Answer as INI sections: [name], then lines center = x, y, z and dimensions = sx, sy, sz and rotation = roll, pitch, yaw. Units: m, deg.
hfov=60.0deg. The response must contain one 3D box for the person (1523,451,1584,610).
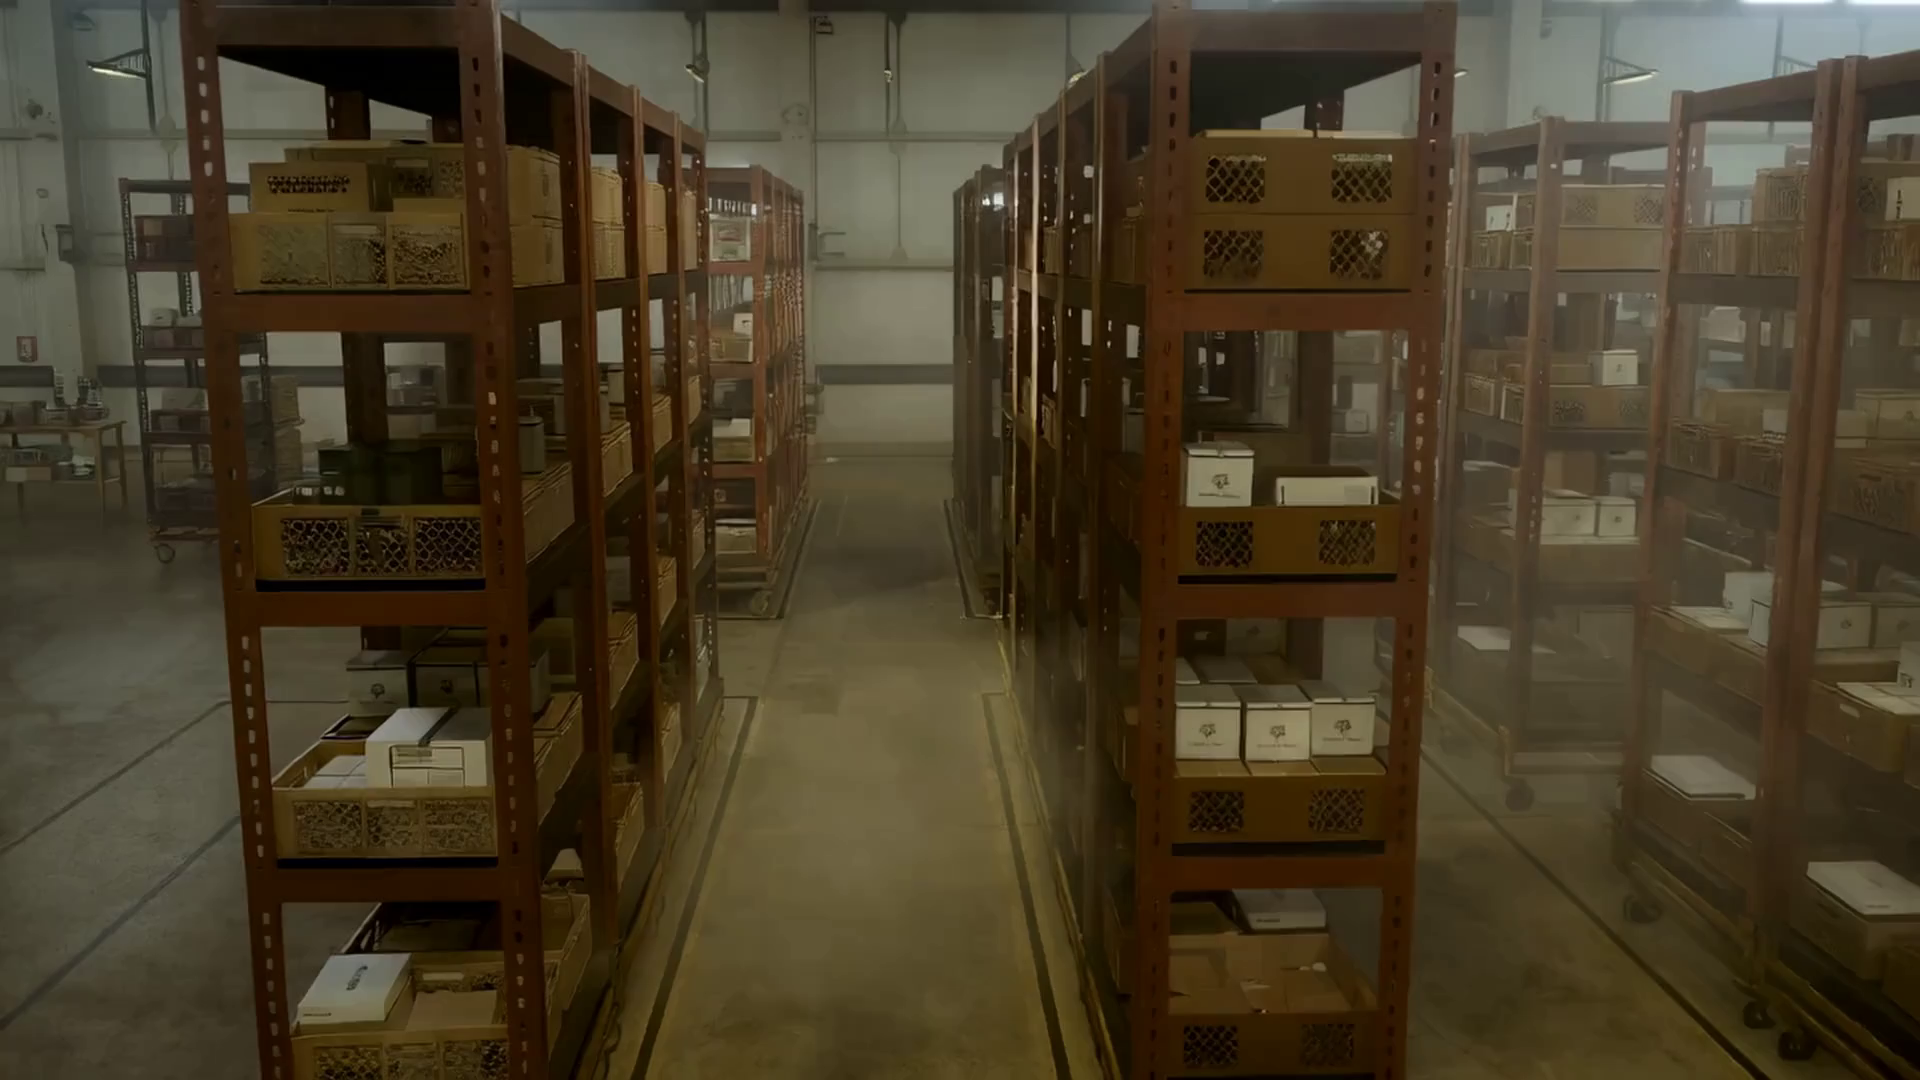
[person]
center = 4.755, -0.287, 13.482
dimensions = 0.782, 1.800, 0.648
rotation = 6, 12, 31
